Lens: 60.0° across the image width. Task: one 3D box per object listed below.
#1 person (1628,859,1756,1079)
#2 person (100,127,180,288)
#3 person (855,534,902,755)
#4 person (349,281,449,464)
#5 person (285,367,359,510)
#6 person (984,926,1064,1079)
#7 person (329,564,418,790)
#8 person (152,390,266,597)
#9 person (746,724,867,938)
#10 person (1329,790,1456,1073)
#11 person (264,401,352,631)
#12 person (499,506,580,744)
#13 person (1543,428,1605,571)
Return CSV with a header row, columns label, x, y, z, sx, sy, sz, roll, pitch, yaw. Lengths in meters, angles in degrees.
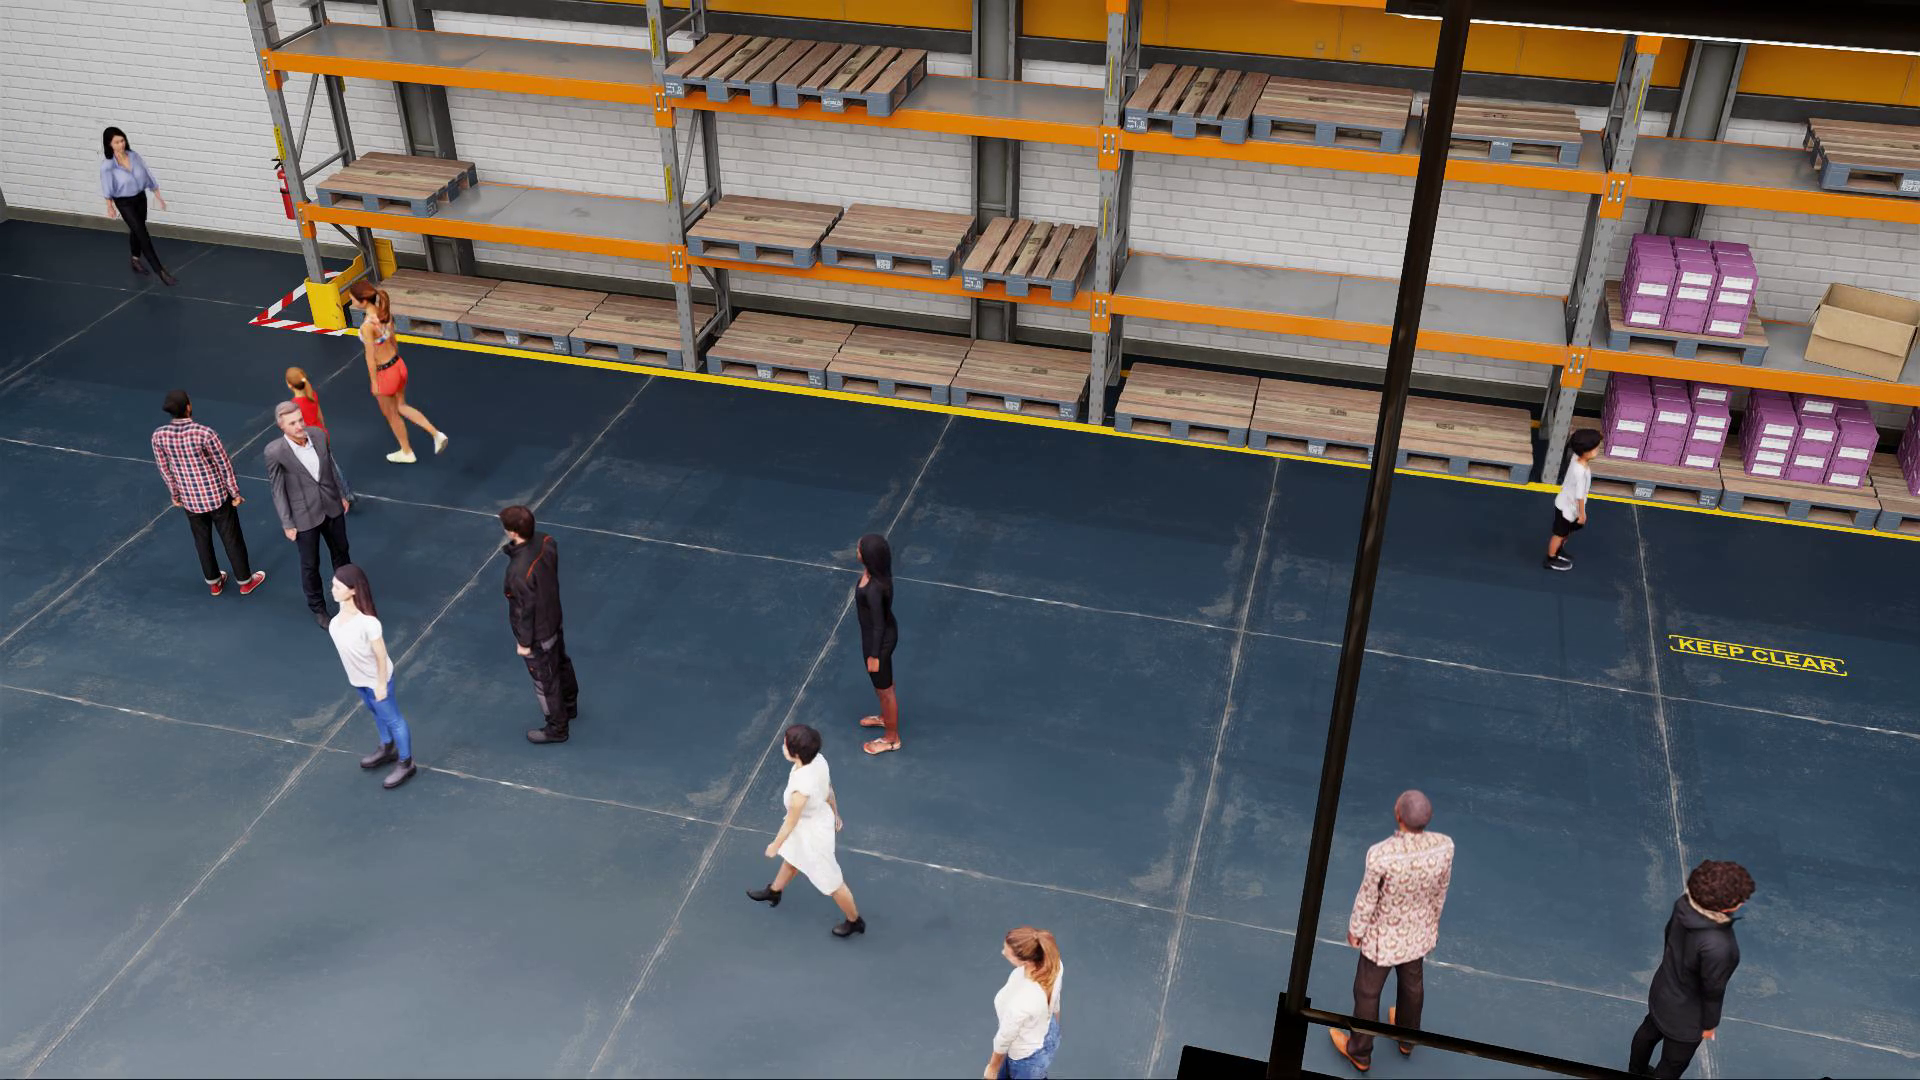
label,x,y,z,sx,sy,sz,roll,pitch,yaw
person,3.727,2.335,8.550,0.713,1.781,0.705,-3,34,-5
person,-8.708,-3.499,17.404,1.182,1.697,0.826,17,37,23
person,-0.553,0.671,11.109,0.612,1.720,0.666,-2,34,-3
person,-4.784,-1.377,14.150,0.850,1.765,0.594,8,34,12
person,-5.309,-0.815,13.733,0.934,1.290,0.653,19,38,26
person,0.430,2.588,8.256,1.202,1.687,0.757,15,37,21
person,-3.826,0.873,10.838,0.745,1.684,0.640,-27,42,-34
person,-5.728,-0.355,12.617,0.643,1.760,0.815,-1,34,-2
person,-0.771,1.739,9.688,1.015,1.515,0.622,4,34,6
person,2.340,2.096,8.895,0.759,1.797,0.862,-11,35,-16
person,-4.791,-0.227,12.352,0.734,1.840,0.801,21,39,29
person,-2.823,0.551,11.181,0.614,1.840,0.750,4,34,6
person,4.719,-0.311,13.013,0.465,1.248,0.479,9,35,13
